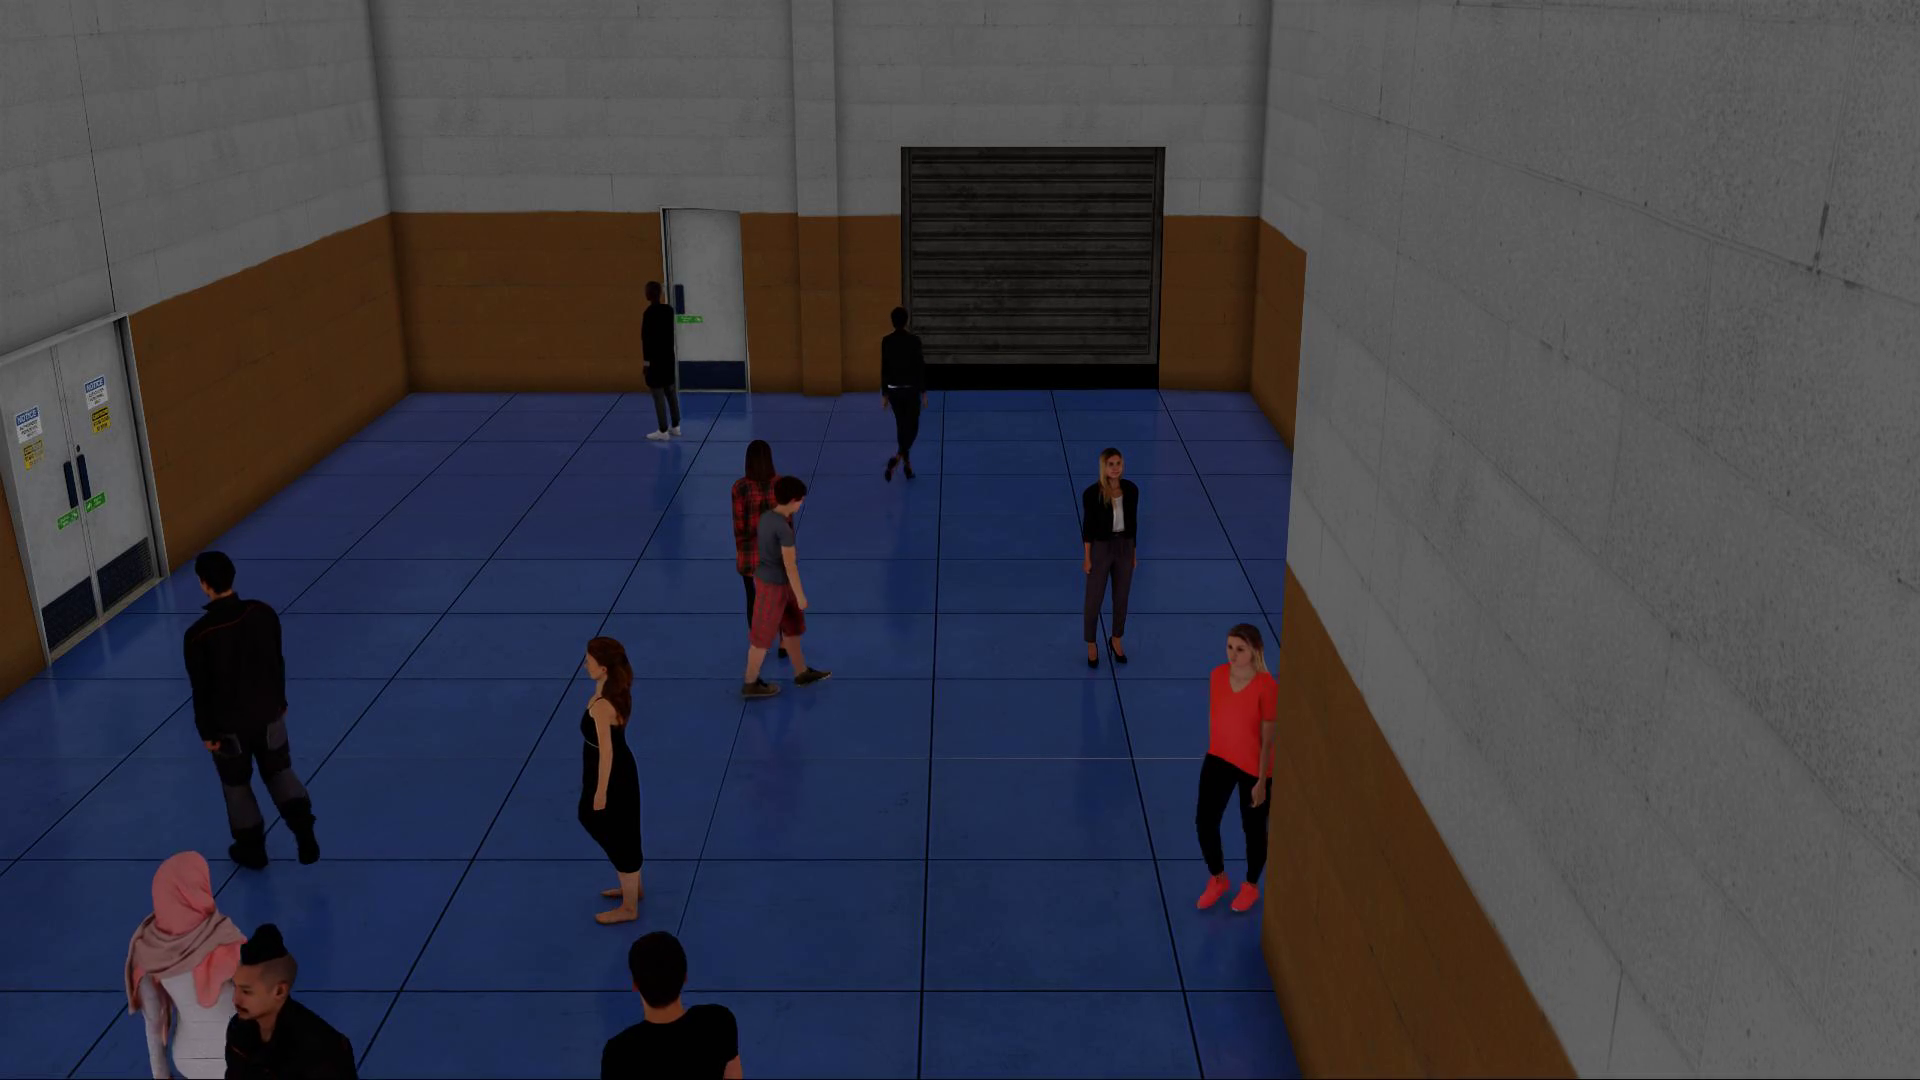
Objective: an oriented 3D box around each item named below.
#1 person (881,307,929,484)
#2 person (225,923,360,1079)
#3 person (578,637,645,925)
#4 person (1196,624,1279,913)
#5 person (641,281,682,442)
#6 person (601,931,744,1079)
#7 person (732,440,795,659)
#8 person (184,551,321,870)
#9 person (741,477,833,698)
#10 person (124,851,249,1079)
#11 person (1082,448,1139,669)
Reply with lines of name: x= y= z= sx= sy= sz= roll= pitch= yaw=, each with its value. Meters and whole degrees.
person: x=-0.578 y=-1.382 z=16.551 sx=1.068 sy=1.811 sz=0.912 roll=7 pitch=20 yaw=19
person: x=-2.267 y=2.174 z=5.914 sx=0.923 sy=1.846 sz=1.006 roll=13 pitch=23 yaw=35
person: x=-1.862 y=1.281 z=8.945 sx=0.554 sy=1.625 sz=0.567 roll=0 pitch=19 yaw=0
person: x=1.585 y=1.221 z=9.036 sx=0.728 sy=1.679 sz=0.793 roll=14 pitch=23 yaw=35
person: x=-3.322 y=-1.969 z=18.447 sx=0.721 sy=1.712 sz=0.731 roll=10 pitch=21 yaw=26
person: x=-0.935 y=2.241 z=5.764 sx=1.206 sy=1.837 sz=1.053 roll=-7 pitch=20 yaw=-21
person: x=-1.463 y=0.071 z=12.410 sx=0.584 sy=1.704 sz=0.730 roll=-5 pitch=19 yaw=-16
person: x=-3.953 y=1.001 z=9.314 sx=1.112 sy=1.919 sz=1.037 roll=16 pitch=24 yaw=39
person: x=-1.388 y=0.365 z=11.654 sx=0.994 sy=1.615 sz=0.789 roll=-7 pitch=20 yaw=-20
person: x=-2.887 y=2.087 z=6.366 sx=1.228 sy=1.746 sz=0.907 roll=4 pitch=19 yaw=13
person: x=1.105 y=0.123 z=12.306 sx=0.571 sy=1.671 sz=0.720 roll=-6 pitch=20 yaw=-18
